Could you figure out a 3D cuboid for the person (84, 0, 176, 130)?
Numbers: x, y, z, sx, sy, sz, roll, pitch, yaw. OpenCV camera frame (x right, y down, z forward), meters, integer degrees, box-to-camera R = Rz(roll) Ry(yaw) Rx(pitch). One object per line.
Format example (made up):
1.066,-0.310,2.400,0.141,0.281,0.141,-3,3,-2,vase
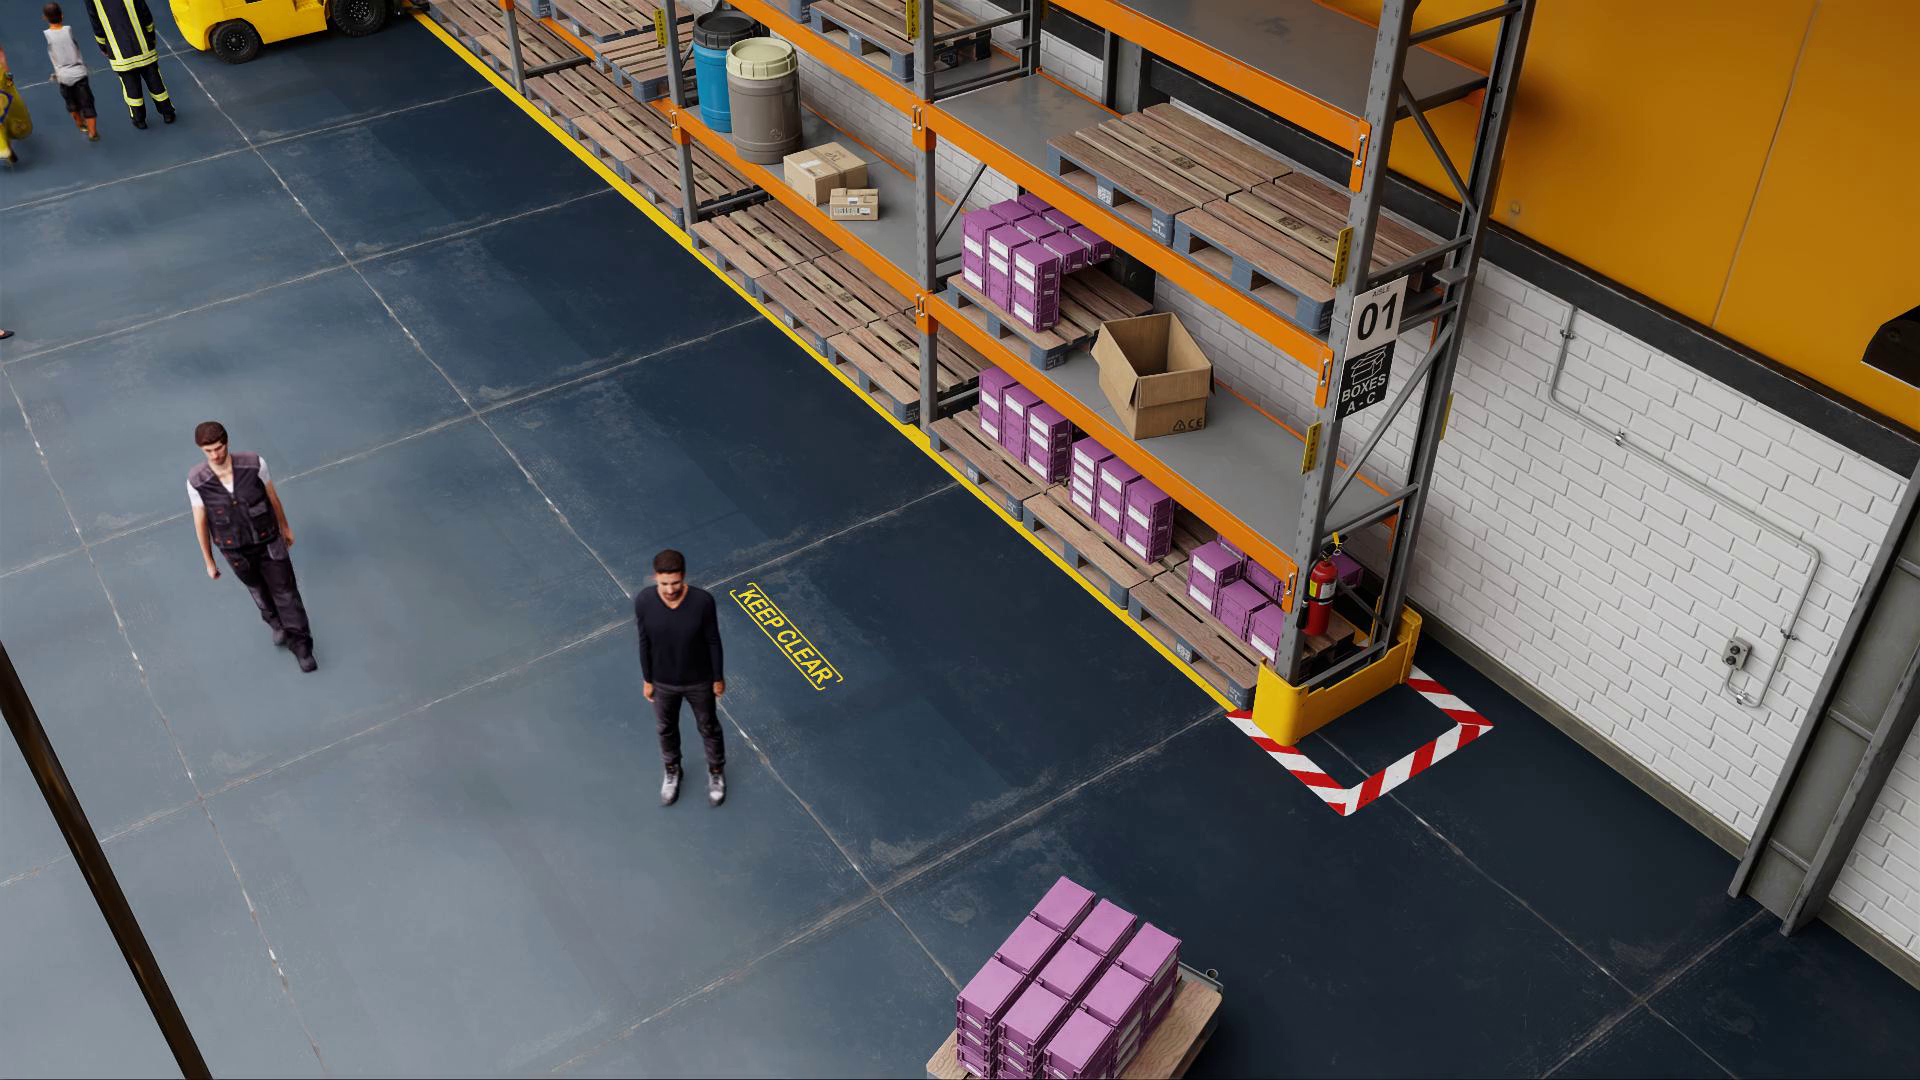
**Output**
-8.601,-5.174,17.160,0.759,1.862,0.695,-20,43,-23,person

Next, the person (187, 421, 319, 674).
-4.607,-0.049,10.772,0.821,1.826,1.028,-15,41,-18,person

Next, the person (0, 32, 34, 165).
-9.696,-4.541,16.570,0.749,1.610,1.330,-21,43,-24,person

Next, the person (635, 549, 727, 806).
-1.618,0.782,9.702,0.723,1.863,0.745,0,39,0,person

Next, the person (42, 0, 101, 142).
-9.099,-4.807,17.040,0.587,1.439,0.808,-19,42,-22,person
